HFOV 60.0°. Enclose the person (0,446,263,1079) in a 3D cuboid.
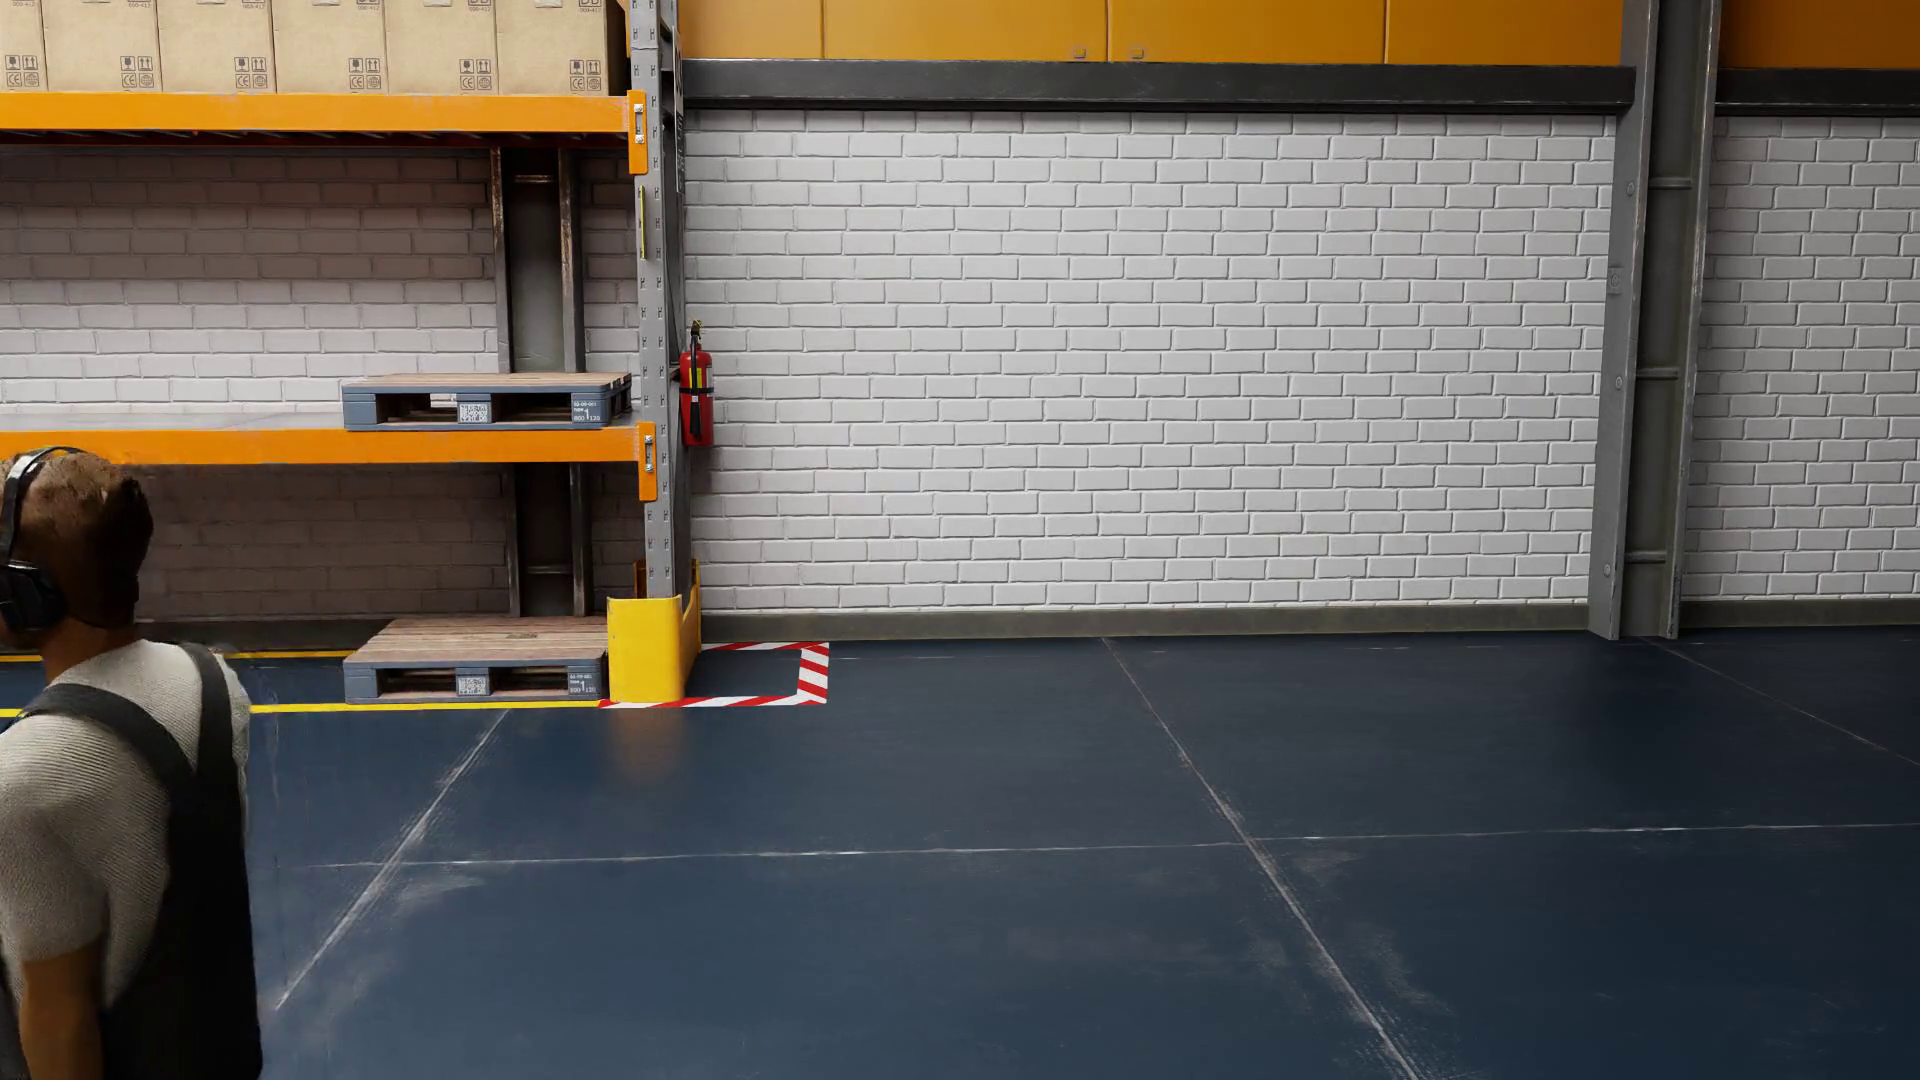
[{"bbox_3d":[-1.080,0.765,2.299,0.921,1.816,0.524,2,9,12],"label":"person"}]
